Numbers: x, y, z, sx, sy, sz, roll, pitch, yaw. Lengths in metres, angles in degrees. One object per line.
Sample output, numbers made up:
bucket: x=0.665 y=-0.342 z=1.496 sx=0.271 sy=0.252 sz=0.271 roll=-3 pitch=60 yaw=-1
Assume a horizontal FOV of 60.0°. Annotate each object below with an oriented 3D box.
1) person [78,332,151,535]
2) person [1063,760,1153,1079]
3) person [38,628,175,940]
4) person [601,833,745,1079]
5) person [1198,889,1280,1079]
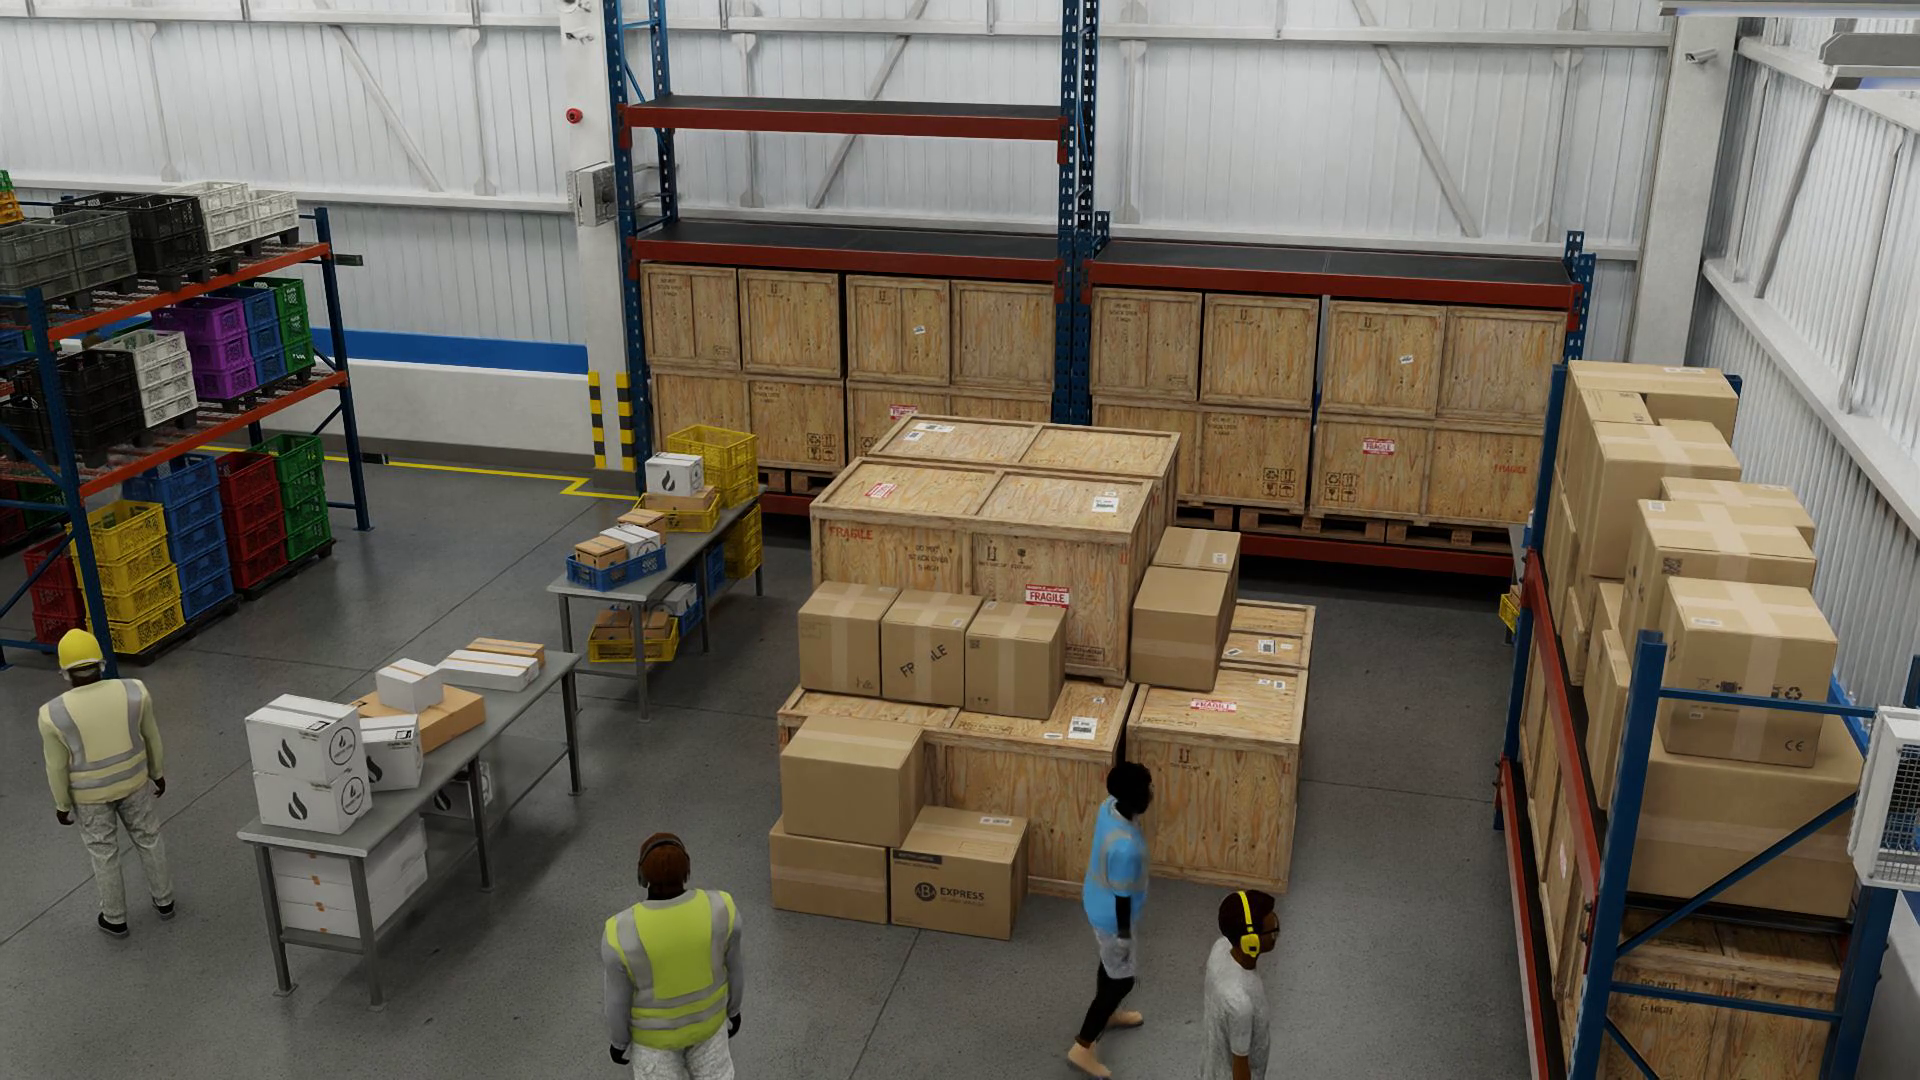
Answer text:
person: x=-7.858 y=-0.998 z=15.383 sx=0.634 sy=1.892 sz=1.033 roll=3 pitch=21 yaw=8
person: x=0.746 y=1.819 z=8.283 sx=0.403 sy=1.688 sz=0.631 roll=-1 pitch=21 yaw=-3
person: x=-4.763 y=1.353 z=9.299 sx=0.599 sy=1.827 sz=0.404 roll=-19 pitch=28 yaw=-41
person: x=-1.248 y=2.109 z=7.305 sx=0.621 sy=1.845 sz=0.428 roll=-10 pitch=23 yaw=-23
person: x=1.150 y=2.263 z=6.858 sx=0.329 sy=1.877 sz=0.508 roll=-1 pitch=21 yaw=-3
